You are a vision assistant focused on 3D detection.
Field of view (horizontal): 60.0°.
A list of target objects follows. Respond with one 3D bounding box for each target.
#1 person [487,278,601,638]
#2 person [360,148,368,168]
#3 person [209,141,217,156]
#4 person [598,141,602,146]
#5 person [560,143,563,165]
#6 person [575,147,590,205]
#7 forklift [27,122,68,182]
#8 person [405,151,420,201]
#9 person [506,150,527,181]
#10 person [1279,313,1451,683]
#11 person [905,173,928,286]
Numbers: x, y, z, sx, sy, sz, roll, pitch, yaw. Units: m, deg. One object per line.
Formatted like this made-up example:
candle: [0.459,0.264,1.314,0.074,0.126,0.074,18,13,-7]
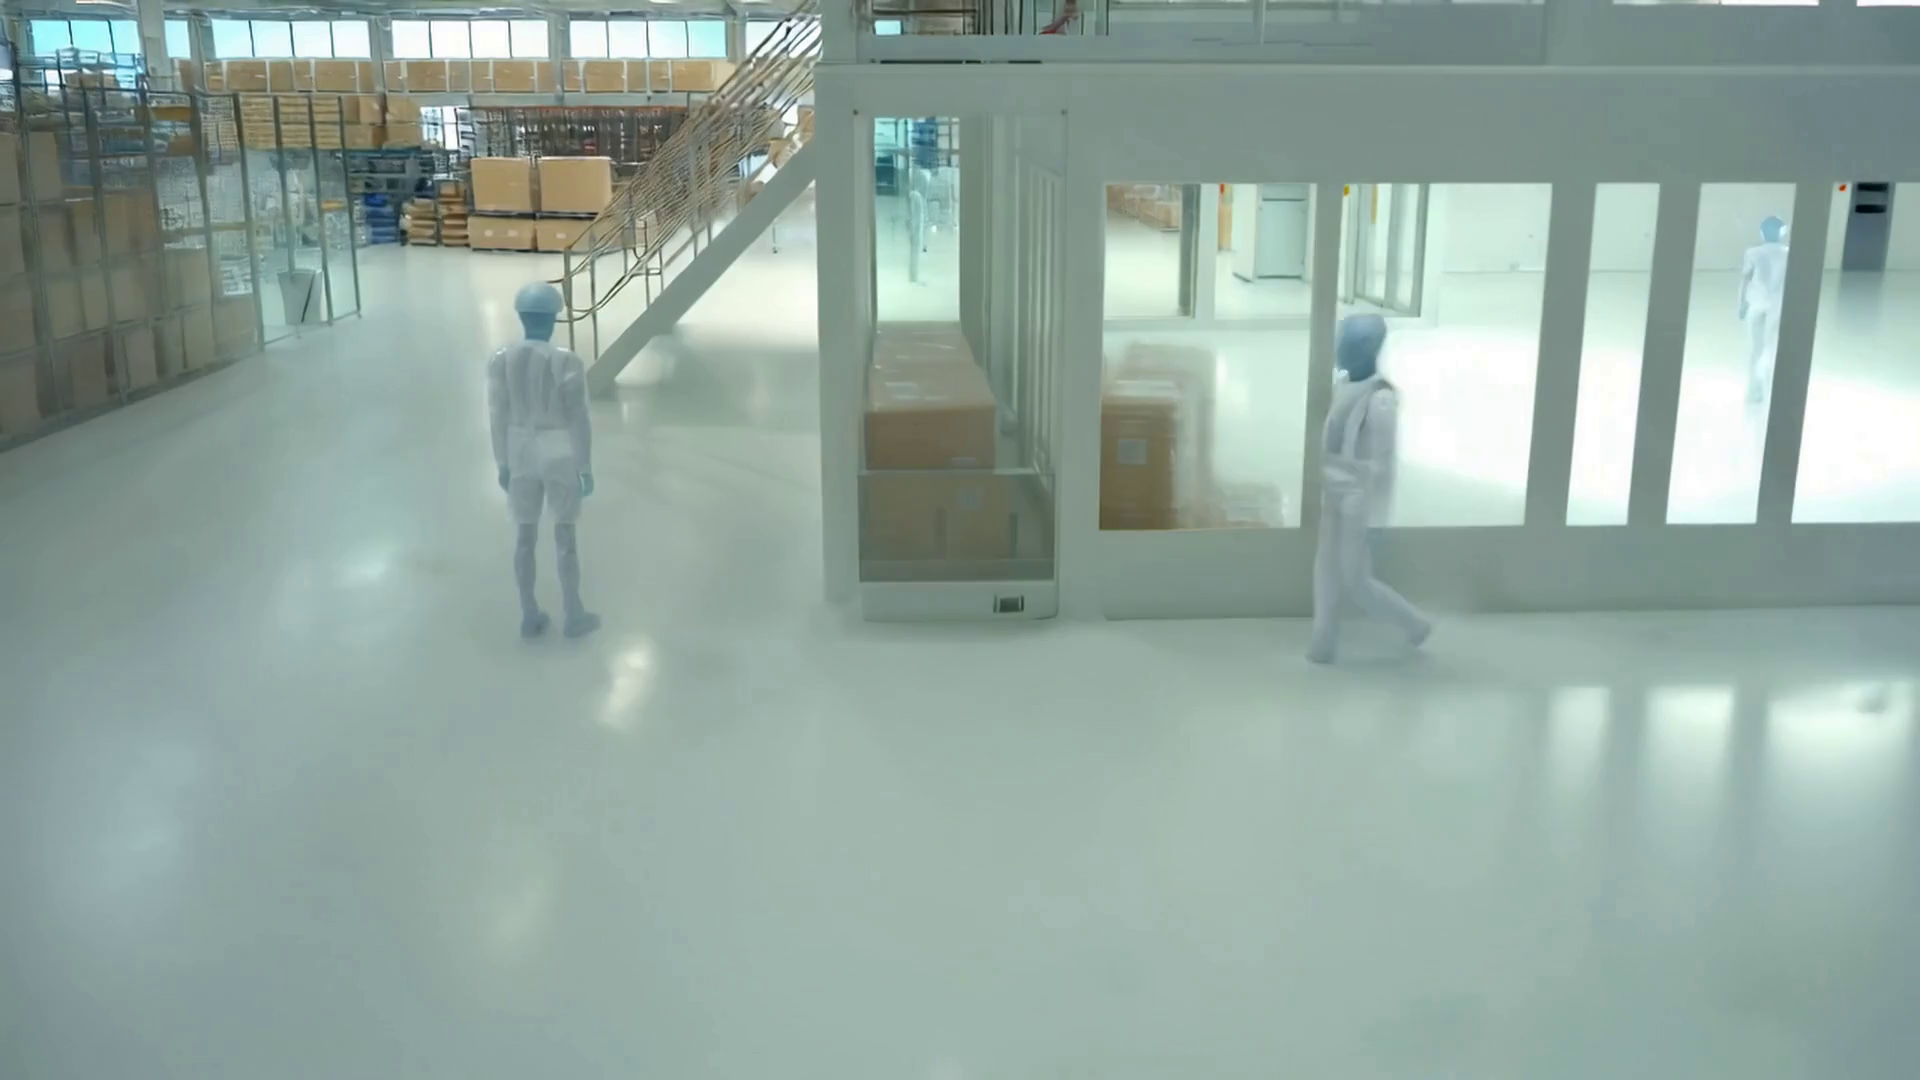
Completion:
person: [-2.236,-0.432,8.972,0.549,1.936,0.376,2,14,10]
person: [-26.404,-16.524,73.738,0.925,1.715,0.545,2,14,10]
person: [-40.486,-20.679,89.973,0.713,1.906,0.397,3,14,14]
person: [-18.038,-19.081,83.392,0.392,1.995,0.612,10,17,36]
person: [-20.246,-19.348,84.891,0.961,1.775,0.605,-1,14,-5]
person: [-11.988,-11.446,52.805,0.424,2.028,0.646,6,15,21]
forklift: [-35.376,-14.773,64.377,1.129,2.768,1.873,-1,14,-2]
person: [-19.109,-12.656,58.076,0.519,1.812,0.608,8,16,30]
person: [-14.969,-12.239,56.322,0.668,1.856,0.985,1,14,4]
person: [2.011,-0.182,8.133,0.752,1.863,0.583,-1,14,-5]
person: [-0.755,-5.328,28.578,0.392,1.919,0.591,0,14,-1]
